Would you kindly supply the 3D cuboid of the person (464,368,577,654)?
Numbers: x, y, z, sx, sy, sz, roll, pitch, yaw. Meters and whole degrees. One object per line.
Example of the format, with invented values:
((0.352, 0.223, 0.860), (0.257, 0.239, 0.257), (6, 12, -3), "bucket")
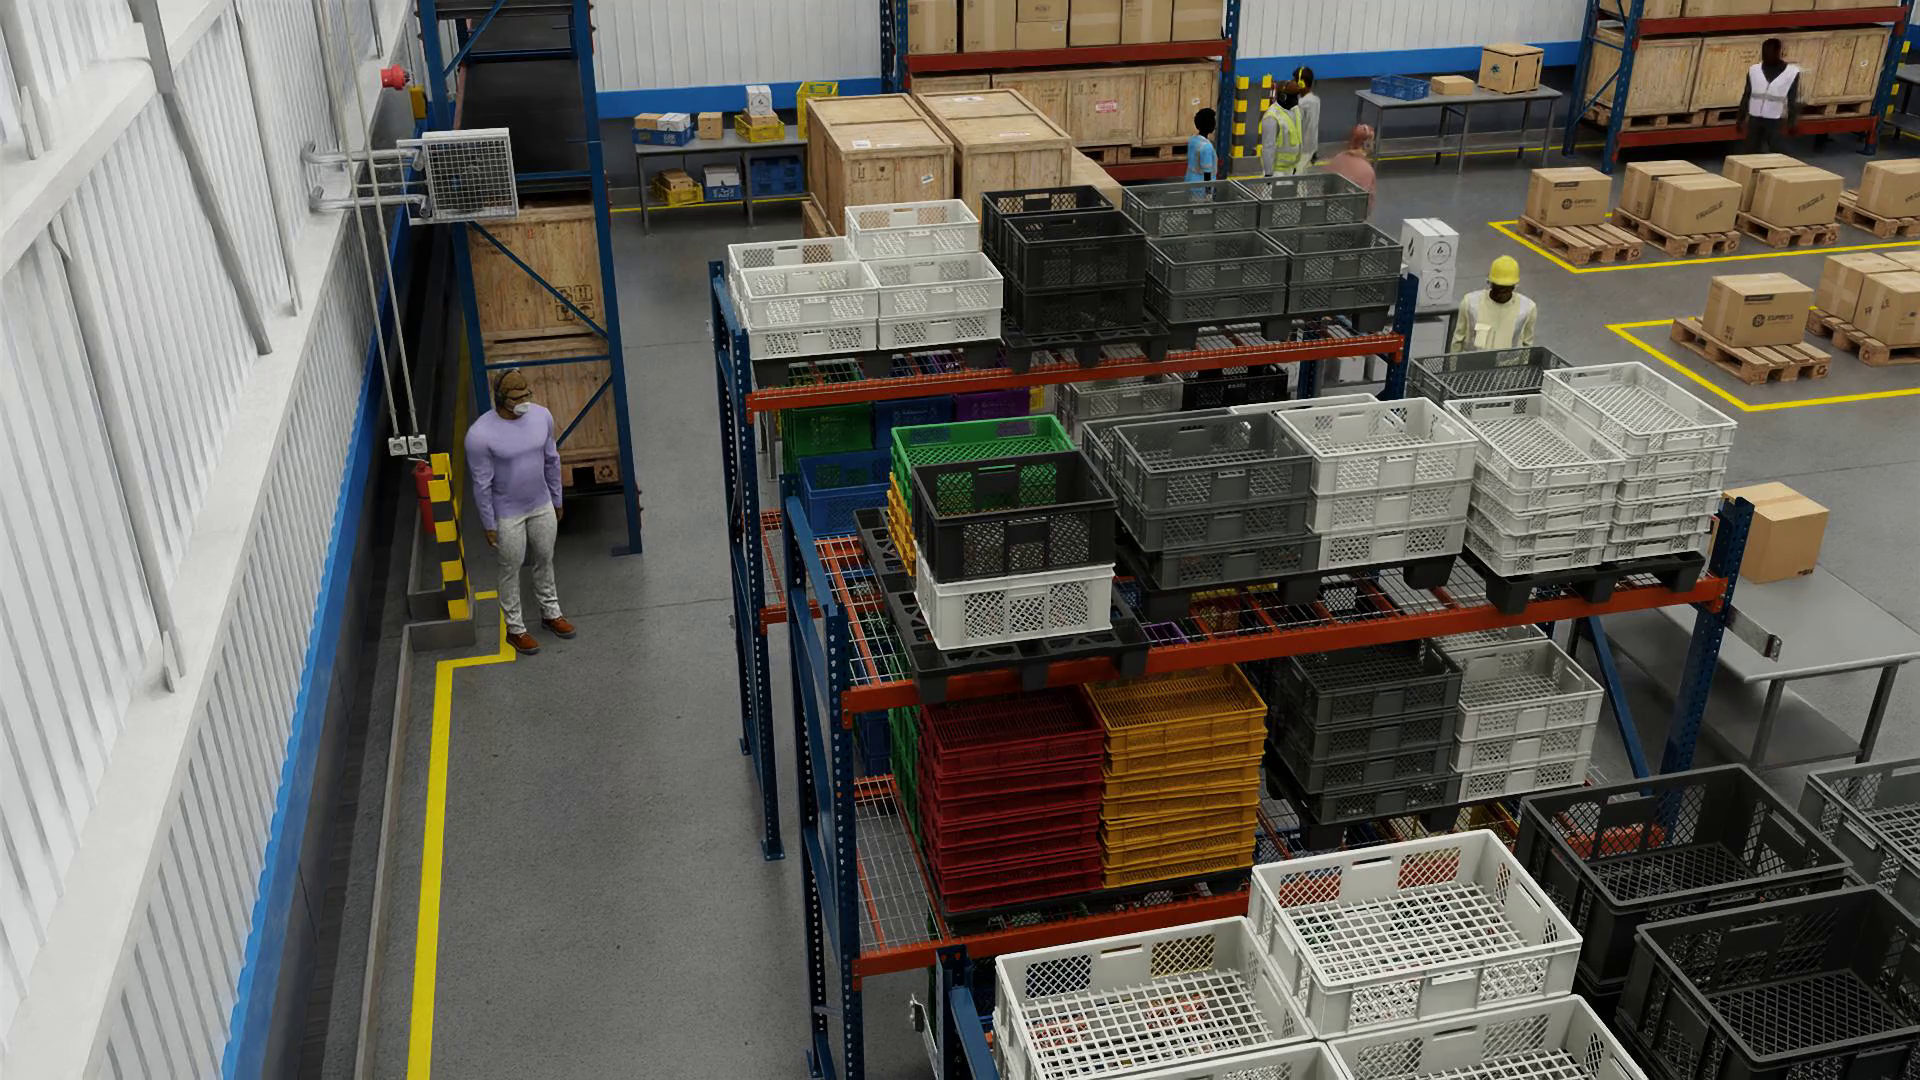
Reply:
((-2.795, -0.199, 10.631), (0.374, 1.933, 0.625), (23, 36, 37), "person")

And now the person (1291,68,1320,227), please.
((3.829, -4.293, 18.517), (0.529, 1.828, 0.744), (16, 32, 28), "person")

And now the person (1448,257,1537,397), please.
((4.076, -1.308, 12.836), (0.602, 1.829, 0.404), (9, 29, 16), "person")

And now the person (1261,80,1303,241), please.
((3.486, -4.080, 18.100), (0.431, 1.836, 0.619), (19, 33, 32), "person")

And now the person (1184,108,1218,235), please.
((2.530, -3.691, 17.500), (0.318, 1.697, 0.535), (-6, 28, -11), "person")

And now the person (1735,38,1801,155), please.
((9.662, -5.019, 19.836), (0.731, 1.870, 0.392), (20, 34, 33), "person")
